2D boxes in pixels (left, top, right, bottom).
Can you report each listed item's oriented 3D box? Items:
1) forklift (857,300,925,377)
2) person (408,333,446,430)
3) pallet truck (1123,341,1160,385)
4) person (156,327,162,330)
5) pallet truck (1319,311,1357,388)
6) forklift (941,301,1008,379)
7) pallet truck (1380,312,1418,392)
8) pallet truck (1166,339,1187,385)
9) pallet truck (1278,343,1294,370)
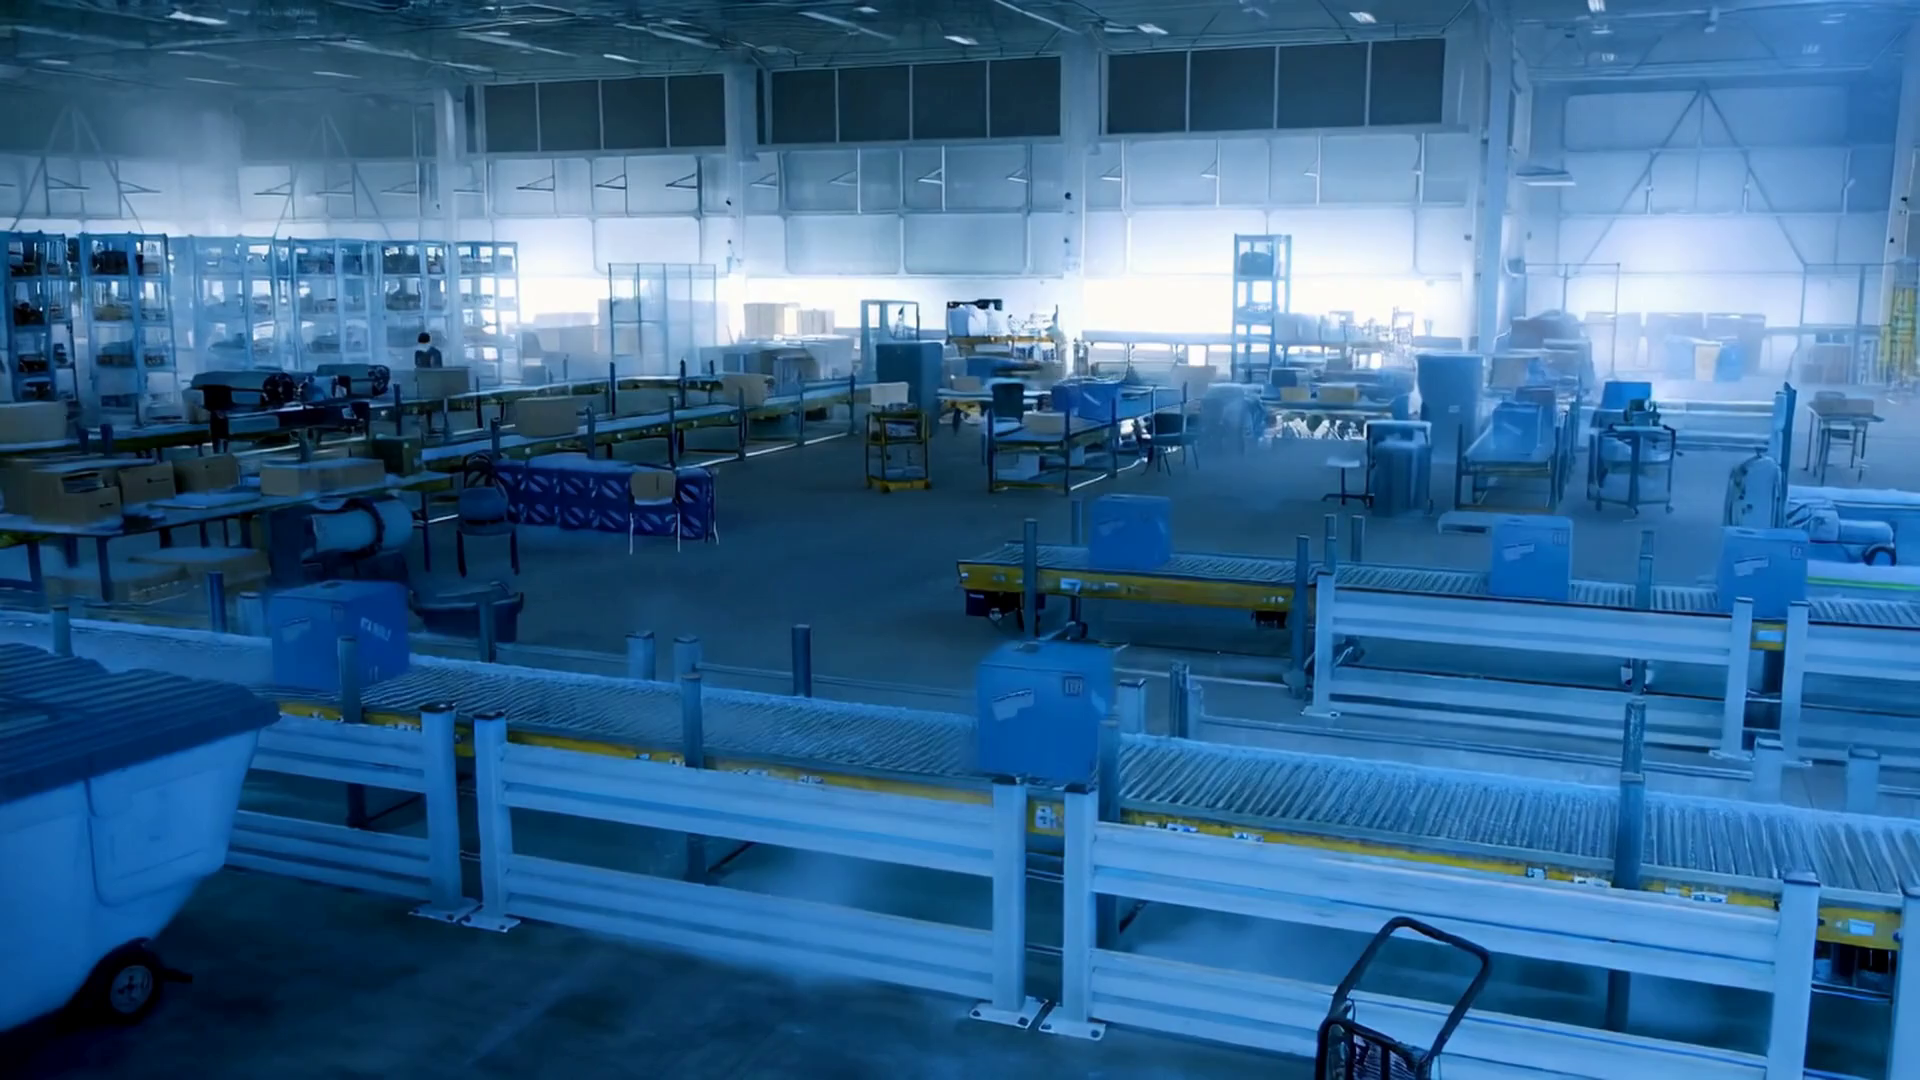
[{"bbox_3d":[-1.732,-5.109,42.468,1.157,1.987,2.680,4,10,22],"label":"forklift"},{"bbox_3d":[-9.887,-2.935,30.835,0.592,1.781,0.924,2,10,12],"label":"person"},{"bbox_3d":[4.445,-4.380,41.279,0.680,1.201,1.601,4,10,22],"label":"pallet truck"},{"bbox_3d":[-18.032,-4.055,37.490,0.580,1.832,0.399,-8,12,-41],"label":"person"},{"bbox_3d":[9.071,-4.419,39.190,0.823,1.965,1.885,5,10,26],"label":"pallet truck"},{"bbox_3d":[0.365,-4.966,41.571,1.157,1.987,2.680,3,10,20],"label":"forklift"},{"bbox_3d":[10.207,-4.283,38.369,0.823,1.965,1.885,3,10,20],"label":"pallet truck"},{"bbox_3d":[5.418,-4.269,40.420,0.704,1.261,1.522,3,10,20],"label":"pallet truck"},{"bbox_3d":[7.886,-4.163,39.743,0.653,1.274,1.630,4,10,22],"label":"pallet truck"}]
